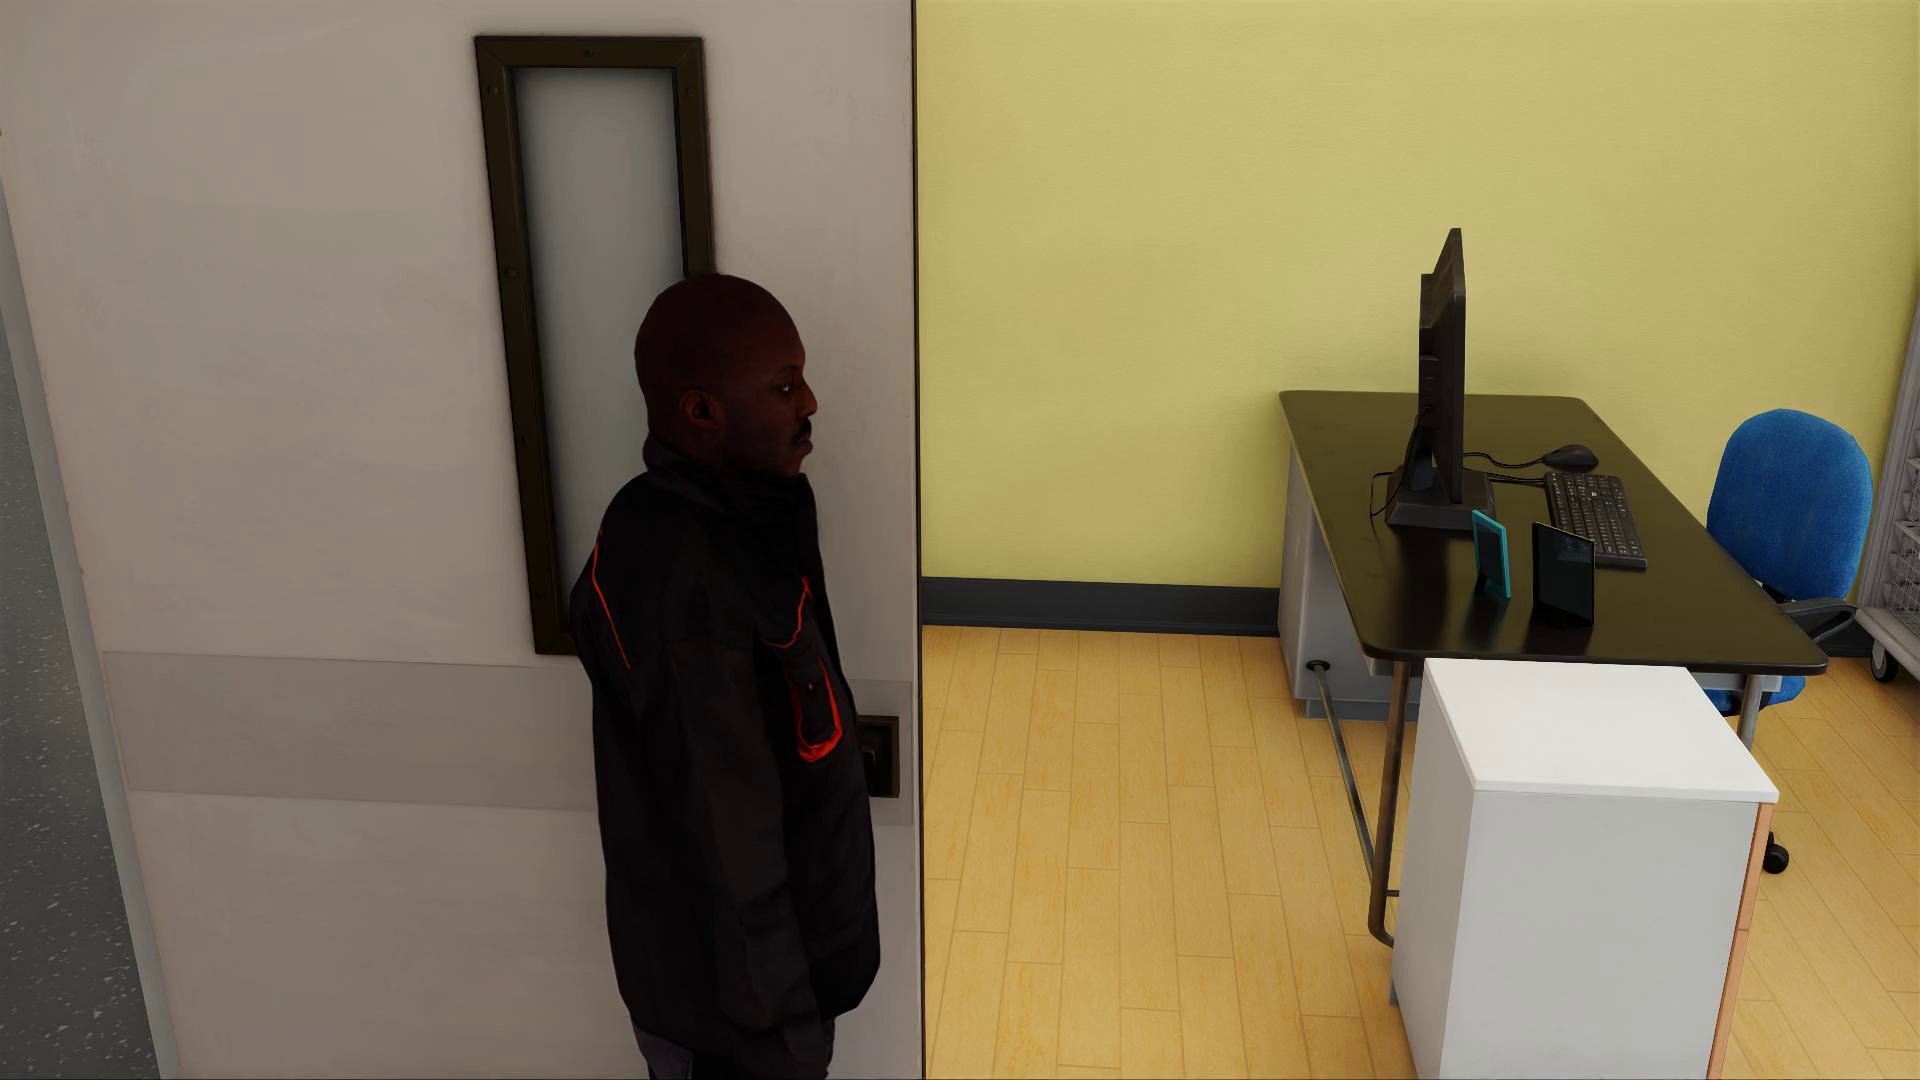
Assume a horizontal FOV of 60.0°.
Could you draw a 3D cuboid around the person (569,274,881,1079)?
[{"bbox_3d":[-0.323,0.542,2.225,0.829,1.818,0.658,-5,21,-14],"label":"person"}]
